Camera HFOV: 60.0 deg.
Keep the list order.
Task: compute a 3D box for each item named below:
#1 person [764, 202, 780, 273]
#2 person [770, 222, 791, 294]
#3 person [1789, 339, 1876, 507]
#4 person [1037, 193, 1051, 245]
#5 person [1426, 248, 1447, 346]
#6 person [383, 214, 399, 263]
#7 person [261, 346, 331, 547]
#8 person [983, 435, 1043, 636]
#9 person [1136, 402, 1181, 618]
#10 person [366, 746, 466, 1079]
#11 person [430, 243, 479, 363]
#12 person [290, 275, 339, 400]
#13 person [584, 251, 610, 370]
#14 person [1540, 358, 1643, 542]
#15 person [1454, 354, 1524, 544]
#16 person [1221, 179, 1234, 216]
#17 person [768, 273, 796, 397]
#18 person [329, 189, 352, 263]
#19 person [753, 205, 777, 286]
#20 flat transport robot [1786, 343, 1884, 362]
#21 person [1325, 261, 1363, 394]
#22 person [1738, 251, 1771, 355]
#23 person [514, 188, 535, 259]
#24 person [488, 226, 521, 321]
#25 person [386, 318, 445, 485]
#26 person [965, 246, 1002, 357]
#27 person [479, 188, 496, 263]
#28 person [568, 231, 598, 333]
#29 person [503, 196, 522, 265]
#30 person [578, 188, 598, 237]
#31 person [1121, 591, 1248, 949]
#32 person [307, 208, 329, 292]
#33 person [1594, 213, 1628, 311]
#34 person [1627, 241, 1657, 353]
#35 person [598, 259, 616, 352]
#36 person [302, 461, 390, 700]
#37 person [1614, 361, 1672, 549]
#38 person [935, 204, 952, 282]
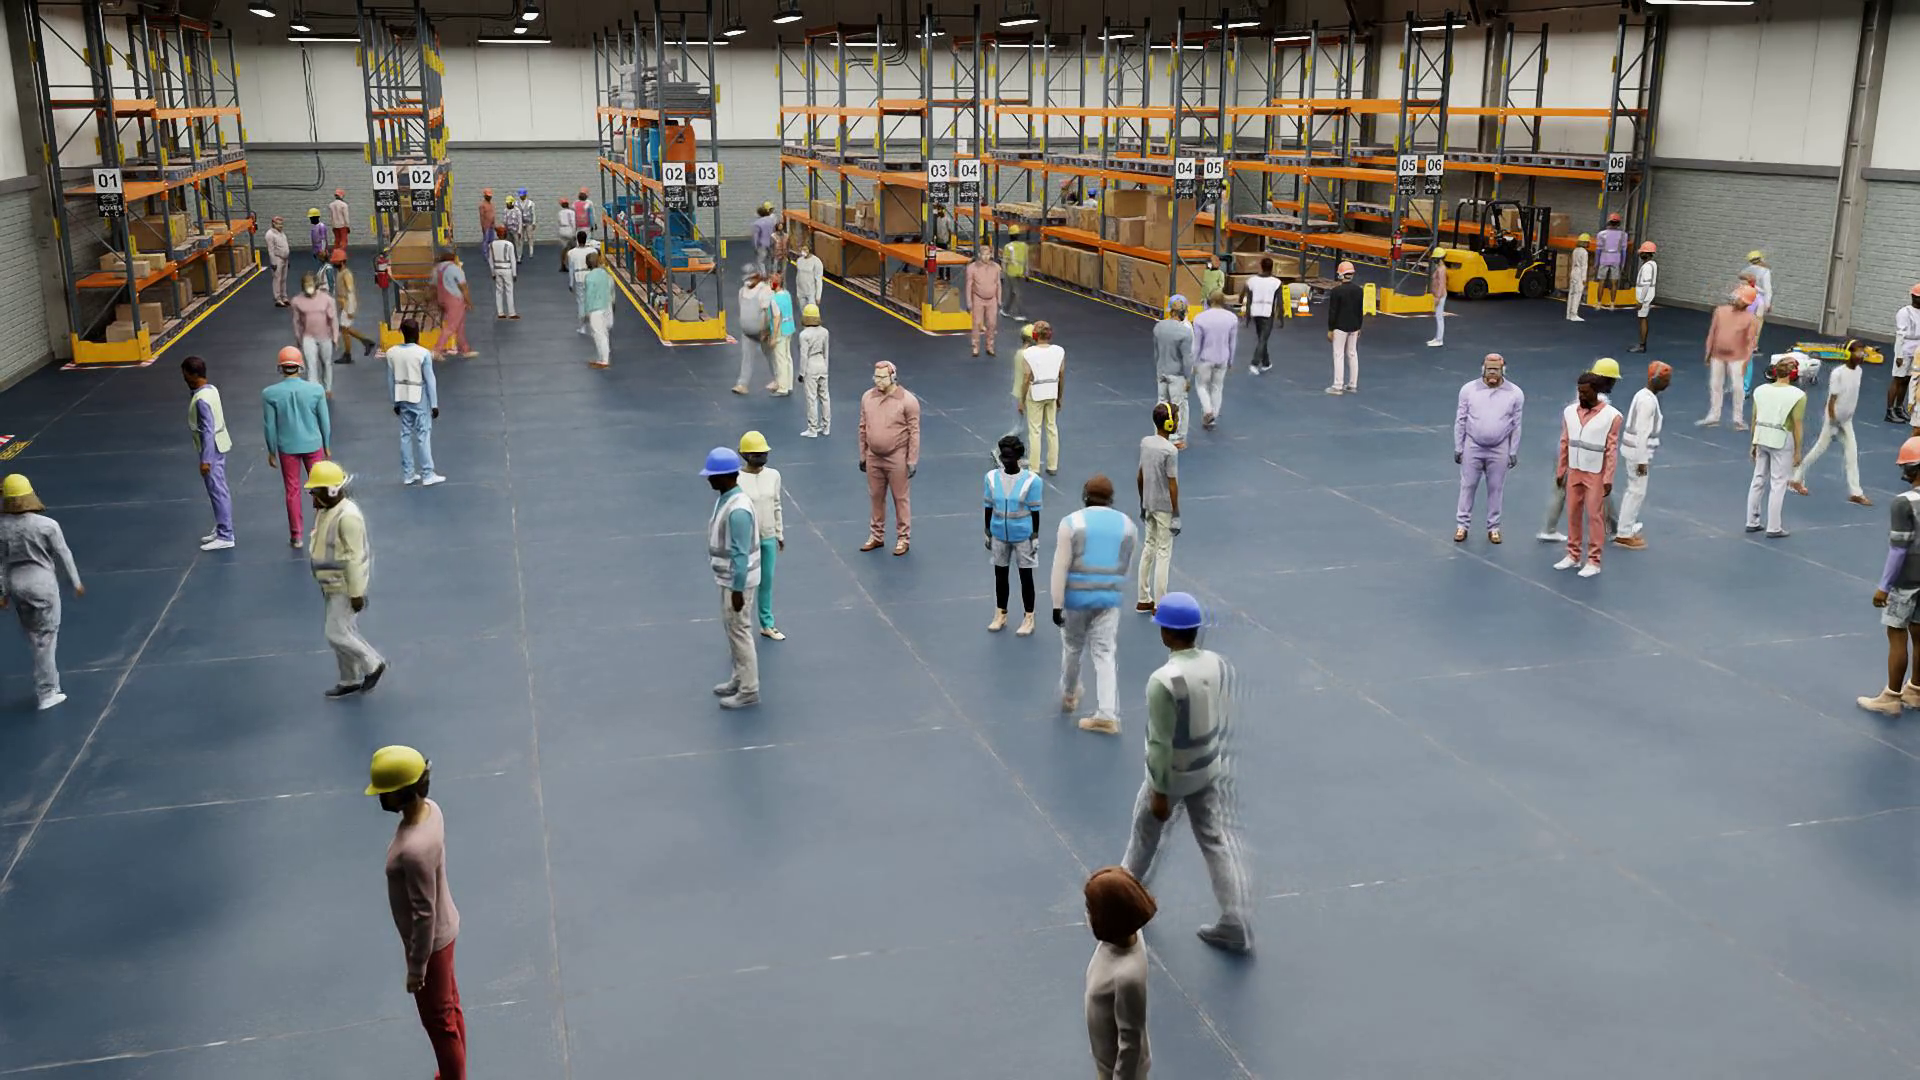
[{"bbox_3d":[-4.761,-7.609,42.015,0.426,1.808,0.646,0,15,-2],"label":"person"},{"bbox_3d":[-4.096,-6.422,37.868,0.514,1.642,0.310,-10,18,-33],"label":"person"},{"bbox_3d":[9.694,-1.327,18.374,0.537,1.819,0.990,-7,17,-26],"label":"person"},{"bbox_3d":[2.589,-9.711,50.311,0.516,1.591,0.815,-10,18,-33],"label":"person"},{"bbox_3d":[8.586,-4.363,29.890,0.329,1.763,0.523,4,15,16],"label":"person"},{"bbox_3d":[-15.179,-8.198,44.621,0.533,1.607,0.723,10,18,33],"label":"person"},{"bbox_3d":[-6.556,-0.924,16.501,0.613,1.995,0.391,-7,16,-24],"label":"person"},{"bbox_3d":[0.432,-0.041,13.765,0.530,1.689,0.321,6,16,23],"label":"person"},{"bbox_3d":[1.722,-0.256,14.230,0.311,1.869,0.533,-8,17,-28],"label":"person"},{"bbox_3d":[-2.300,1.698,7.092,0.323,1.761,0.523,-4,15,-14],"label":"person"},{"bbox_3d":[-8.662,-4.051,28.181,0.700,2.000,0.990,13,20,41],"label":"person"},{"bbox_3d":[-9.353,-2.904,24.177,0.635,1.877,1.074,-5,16,-19],"label":"person"},{"bbox_3d":[-5.966,-3.758,27.286,0.381,1.937,0.632,4,15,13],"label":"person"},{"bbox_3d":[6.319,-0.877,16.562,1.014,1.863,0.593,-3,15,-10],"label":"person"},{"bbox_3d":[5.264,-0.913,16.628,0.643,1.909,0.410,4,15,14],"label":"person"},{"bbox_3d":[8.225,-10.236,51.698,0.616,1.913,0.448,5,16,18],"label":"person"},{"bbox_3d":[-2.665,-3.056,24.805,0.394,1.847,0.563,4,15,15],"label":"person"},{"bbox_3d":[-16.760,-8.494,45.039,0.611,1.977,0.434,7,17,25],"label":"person"},{"bbox_3d":[-4.531,-6.927,39.278,0.738,1.918,0.664,-11,18,-35],"label":"person"},{"bbox_3d":[14.958,-3.218,28.436,1.431,0.197,0.652,6,16,21],"label":"flat transport robot"},{"bbox_3d":[5.807,-3.209,25.146,0.634,1.981,0.432,-9,17,-29],"label":"person"},{"bbox_3d":[13.787,-4.107,28.896,0.405,1.786,0.672,-6,16,-22],"label":"person"},{"bbox_3d":[-12.106,-8.797,46.238,0.602,1.938,0.401,-1,15,-2],"label":"person"},{"bbox_3d":[-9.147,-5.345,33.352,0.575,1.882,0.360,5,16,19],"label":"person"},{"bbox_3d":[-6.291,-1.588,19.151,0.597,1.914,0.372,5,16,17],"label":"person"},{"bbox_3d":[0.419,-4.123,28.716,0.654,1.905,0.403,-5,16,-17],"label":"person"},{"bbox_3d":[-12.775,-8.528,45.121,0.392,1.991,0.612,5,16,19],"label":"person"},{"bbox_3d":[-7.124,-4.889,31.566,0.587,1.920,0.392,-5,16,-20],"label":"person"},{"bbox_3d":[-11.952,-8.254,44.392,0.588,1.834,0.403,8,17,26],"label":"person"},{"bbox_3d":[-10.431,-8.882,46.589,0.660,1.935,0.886,9,17,30],"label":"person"},{"bbox_3d":[1.161,1.185,8.768,0.639,1.893,1.019,-14,20,-42],"label":"person"},{"bbox_3d":[-14.681,-6.626,38.101,0.391,1.922,0.589,-13,20,-41],"label":"person"},{"bbox_3d":[13.611,-5.811,34.820,0.603,2.035,0.398,4,16,16],"label":"person"},{"bbox_3d":[11.960,-4.246,29.104,0.351,1.942,0.545,8,17,27],"label":"person"},{"bbox_3d":[-6.330,-4.143,29.329,0.510,1.621,0.569,-13,19,-40],"label":"person"},{"bbox_3d":[-4.553,0.308,12.207,0.422,1.816,0.616,-11,19,-36],"label":"person"},{"bbox_3d":[6.731,-0.843,16.432,0.399,1.869,0.600,5,16,17],"label":"person"},{"bbox_3d":[-0.418,-7.234,40.488,0.309,1.868,0.534,-13,20,-40],"label":"person"}]
